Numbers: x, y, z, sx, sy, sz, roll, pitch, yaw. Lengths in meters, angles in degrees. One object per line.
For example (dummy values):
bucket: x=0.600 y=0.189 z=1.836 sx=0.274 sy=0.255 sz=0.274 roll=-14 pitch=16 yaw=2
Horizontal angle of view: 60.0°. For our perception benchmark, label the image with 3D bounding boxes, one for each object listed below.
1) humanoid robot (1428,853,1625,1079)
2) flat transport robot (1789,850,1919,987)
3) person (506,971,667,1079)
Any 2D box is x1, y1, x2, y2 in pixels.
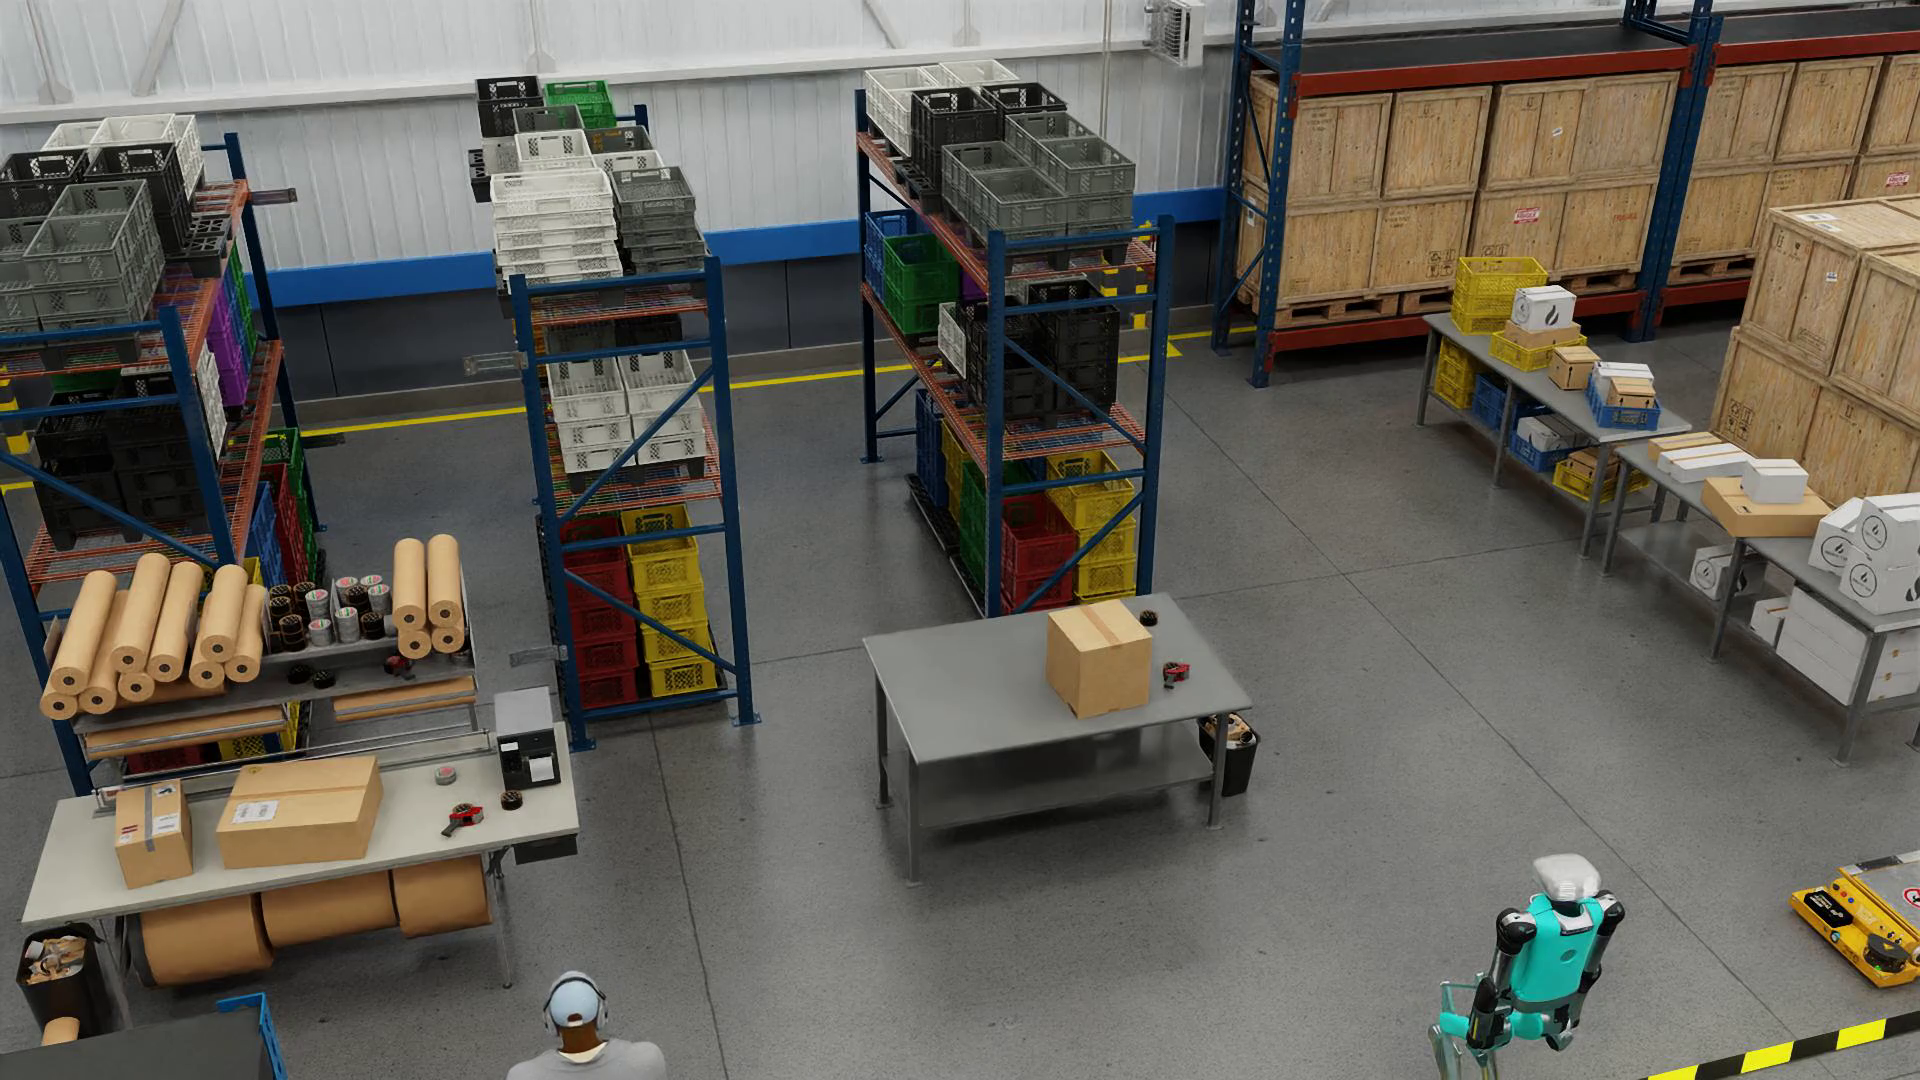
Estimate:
humanoid robot: x=2.298 y=1.895 z=7.049 sx=0.533 sy=1.677 sz=0.735 roll=-8 pitch=30 yaw=-14
flat transport robot: x=5.163 y=1.916 z=8.676 sx=1.431 sy=0.231 sz=0.659 roll=-8 pitch=30 yaw=-14
person: x=-1.348 y=2.343 z=6.257 sx=0.587 sy=1.850 sz=0.393 roll=-7 pitch=30 yaw=-13
